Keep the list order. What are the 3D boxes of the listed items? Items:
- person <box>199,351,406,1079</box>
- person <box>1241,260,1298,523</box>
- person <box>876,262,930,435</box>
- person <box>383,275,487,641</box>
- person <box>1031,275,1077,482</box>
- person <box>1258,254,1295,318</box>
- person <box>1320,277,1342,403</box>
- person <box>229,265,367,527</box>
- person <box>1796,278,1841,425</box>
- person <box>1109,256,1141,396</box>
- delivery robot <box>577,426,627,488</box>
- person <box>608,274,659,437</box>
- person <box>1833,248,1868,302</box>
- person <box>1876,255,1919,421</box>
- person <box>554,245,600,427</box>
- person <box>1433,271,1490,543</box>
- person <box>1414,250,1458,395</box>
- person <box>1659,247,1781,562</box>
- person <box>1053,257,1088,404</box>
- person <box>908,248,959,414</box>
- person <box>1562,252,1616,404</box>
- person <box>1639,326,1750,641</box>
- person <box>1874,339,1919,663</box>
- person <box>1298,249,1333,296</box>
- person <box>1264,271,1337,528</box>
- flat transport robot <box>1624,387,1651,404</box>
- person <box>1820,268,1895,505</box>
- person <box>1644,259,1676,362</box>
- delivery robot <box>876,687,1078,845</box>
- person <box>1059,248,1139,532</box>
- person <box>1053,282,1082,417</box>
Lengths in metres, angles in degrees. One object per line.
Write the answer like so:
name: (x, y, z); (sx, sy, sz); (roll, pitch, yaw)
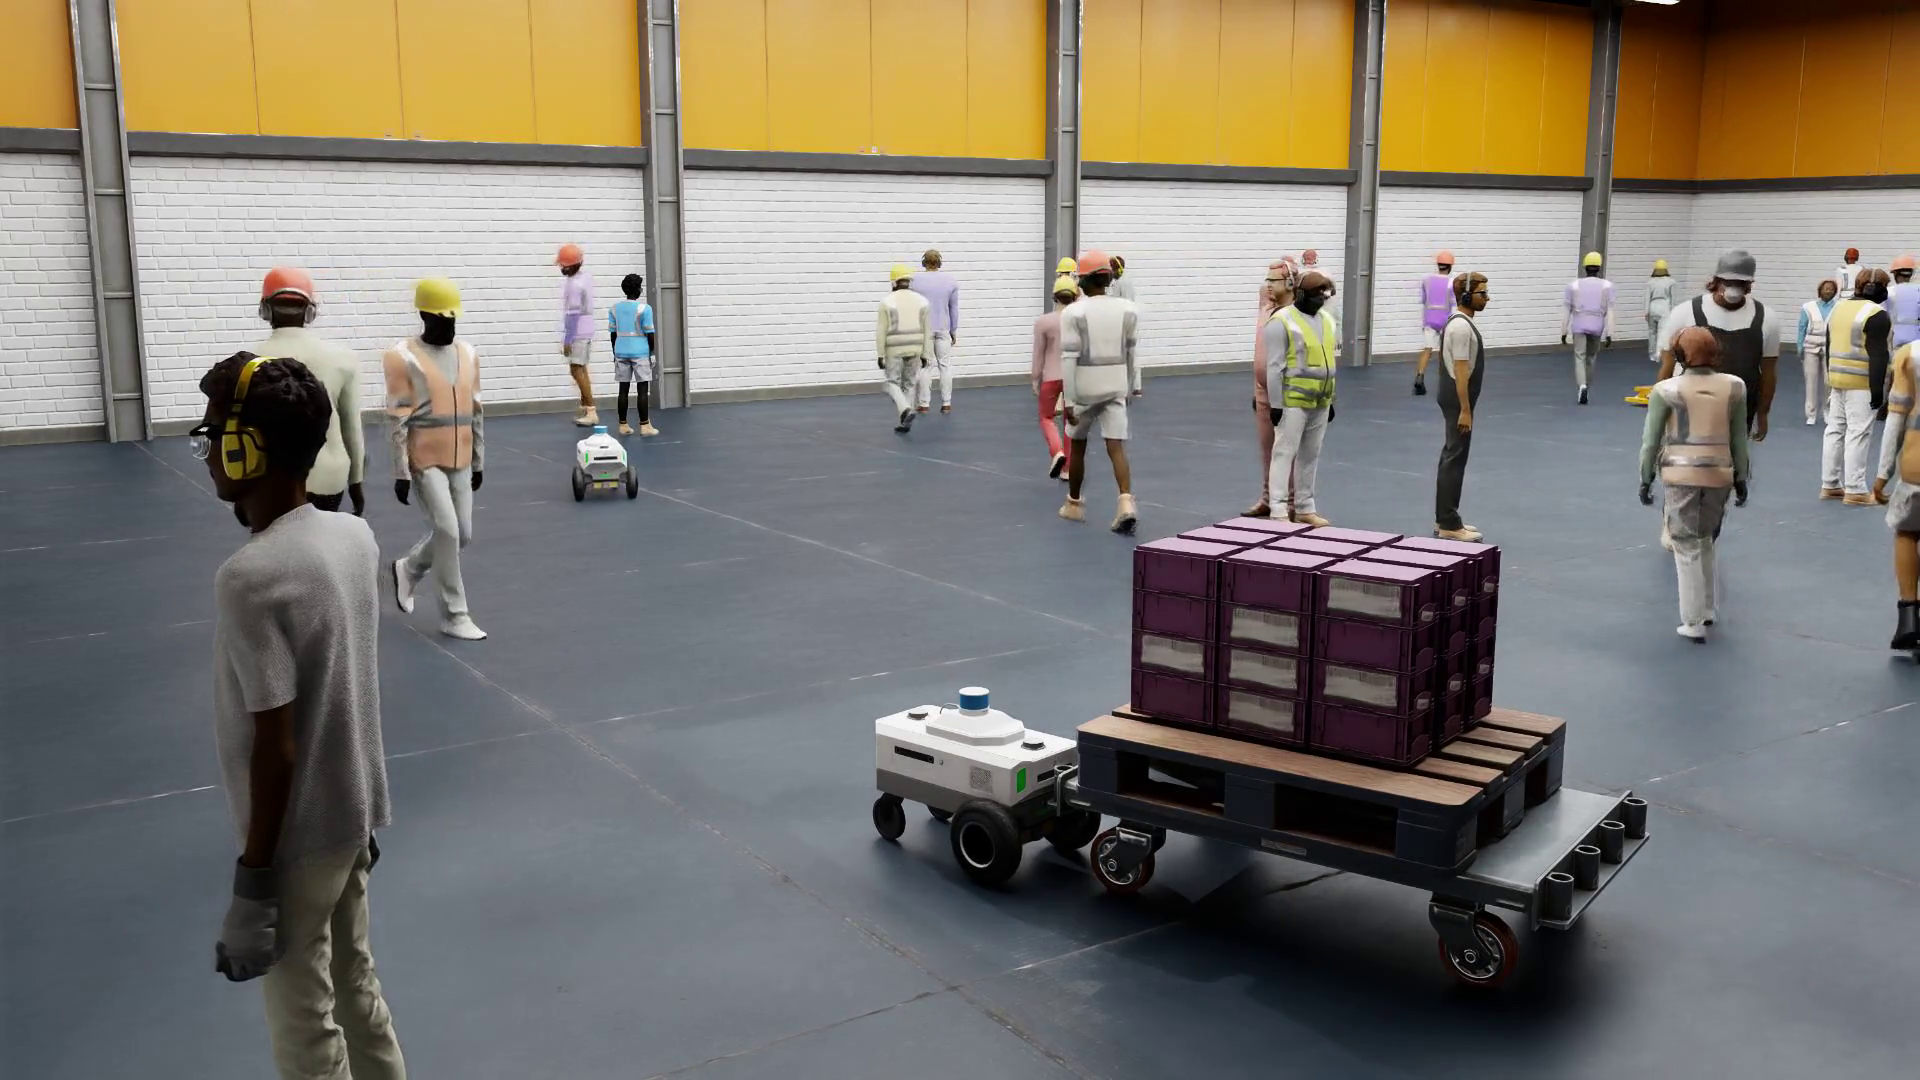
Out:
person: (-1.258, 0.581, 3.158); (0.320, 1.871, 0.533); (0, 10, 2)
person: (2.328, -1.073, 12.124); (0.403, 1.906, 0.651); (-5, 11, -25)
person: (-0.571, -1.968, 17.281); (0.601, 1.815, 0.604); (-5, 12, -26)
person: (-2.771, -0.436, 8.705); (0.744, 1.891, 0.590); (6, 12, 32)
person: (0.876, -1.351, 14.057); (0.538, 1.754, 0.446); (-2, 10, -10)
person: (3.949, -2.542, 20.260); (0.643, 1.869, 0.911); (0, 10, 2)
person: (4.549, -2.545, 21.084); (0.512, 1.588, 0.813); (-5, 12, -26)
person: (-3.020, -0.278, 7.653); (0.623, 1.956, 0.890); (-9, 13, -40)
person: (9.490, -2.067, 18.325); (0.512, 1.627, 0.419); (6, 12, 28)
person: (2.153, -2.763, 21.619); (0.438, 1.830, 0.612); (6, 12, 29)
delivery robot: (-2.882, -0.672, 13.375); (0.477, 0.478, 0.707); (-3, 11, -17)
person: (-3.407, -1.926, 17.373); (0.540, 1.695, 0.317); (4, 11, 21)
person: (15.246, -4.057, 28.546); (0.573, 1.883, 0.353); (-1, 10, -5)
person: (10.429, -2.209, 18.454); (0.538, 1.886, 1.019); (0, 10, 2)
person: (-4.205, -2.243, 18.330); (0.403, 1.992, 0.717); (0, 10, -3)
person: (3.440, -0.909, 11.391); (0.338, 1.845, 0.514); (2, 11, 11)
person: (6.327, -2.876, 22.010); (0.542, 1.909, 0.926); (7, 12, 33)
person: (4.827, -0.857, 10.572); (0.698, 2.000, 0.542); (2, 11, 11)
person: (1.352, -2.593, 20.699); (0.404, 1.824, 0.586); (-6, 12, -29)
person: (-0.324, -2.446, 19.562); (0.629, 1.940, 0.373); (-3, 11, -16)
person: (7.894, -2.667, 20.895); (0.592, 1.896, 0.908); (3, 11, 13)
person: (3.785, -0.299, 8.641); (0.529, 1.614, 0.551); (0, 10, -2)
person: (4.802, -0.345, 8.115); (0.591, 1.908, 0.454); (5, 11, 24)
person: (4.991, -3.202, 23.816); (0.637, 1.901, 0.403); (-2, 11, -11)
person: (2.430, -0.974, 11.766); (0.633, 1.839, 0.429); (-7, 13, -35)
flat transport robot: (9.010, -1.791, 20.543); (1.431, 0.197, 0.652); (-4, 11, -21)
person: (7.022, -1.197, 12.998); (0.430, 1.839, 0.625); (-1, 10, -5)
person: (11.657, -3.823, 27.754); (0.480, 1.711, 0.849); (5, 12, 27)
delivery robot: (0.046, 0.741, 5.627); (0.707, 0.478, 0.477); (9, 14, 41)
person: (0.998, -1.066, 11.840); (0.608, 2.006, 0.995); (-3, 11, -15)
person: (1.327, -2.231, 19.296); (0.769, 1.602, 0.507); (-7, 13, -34)
